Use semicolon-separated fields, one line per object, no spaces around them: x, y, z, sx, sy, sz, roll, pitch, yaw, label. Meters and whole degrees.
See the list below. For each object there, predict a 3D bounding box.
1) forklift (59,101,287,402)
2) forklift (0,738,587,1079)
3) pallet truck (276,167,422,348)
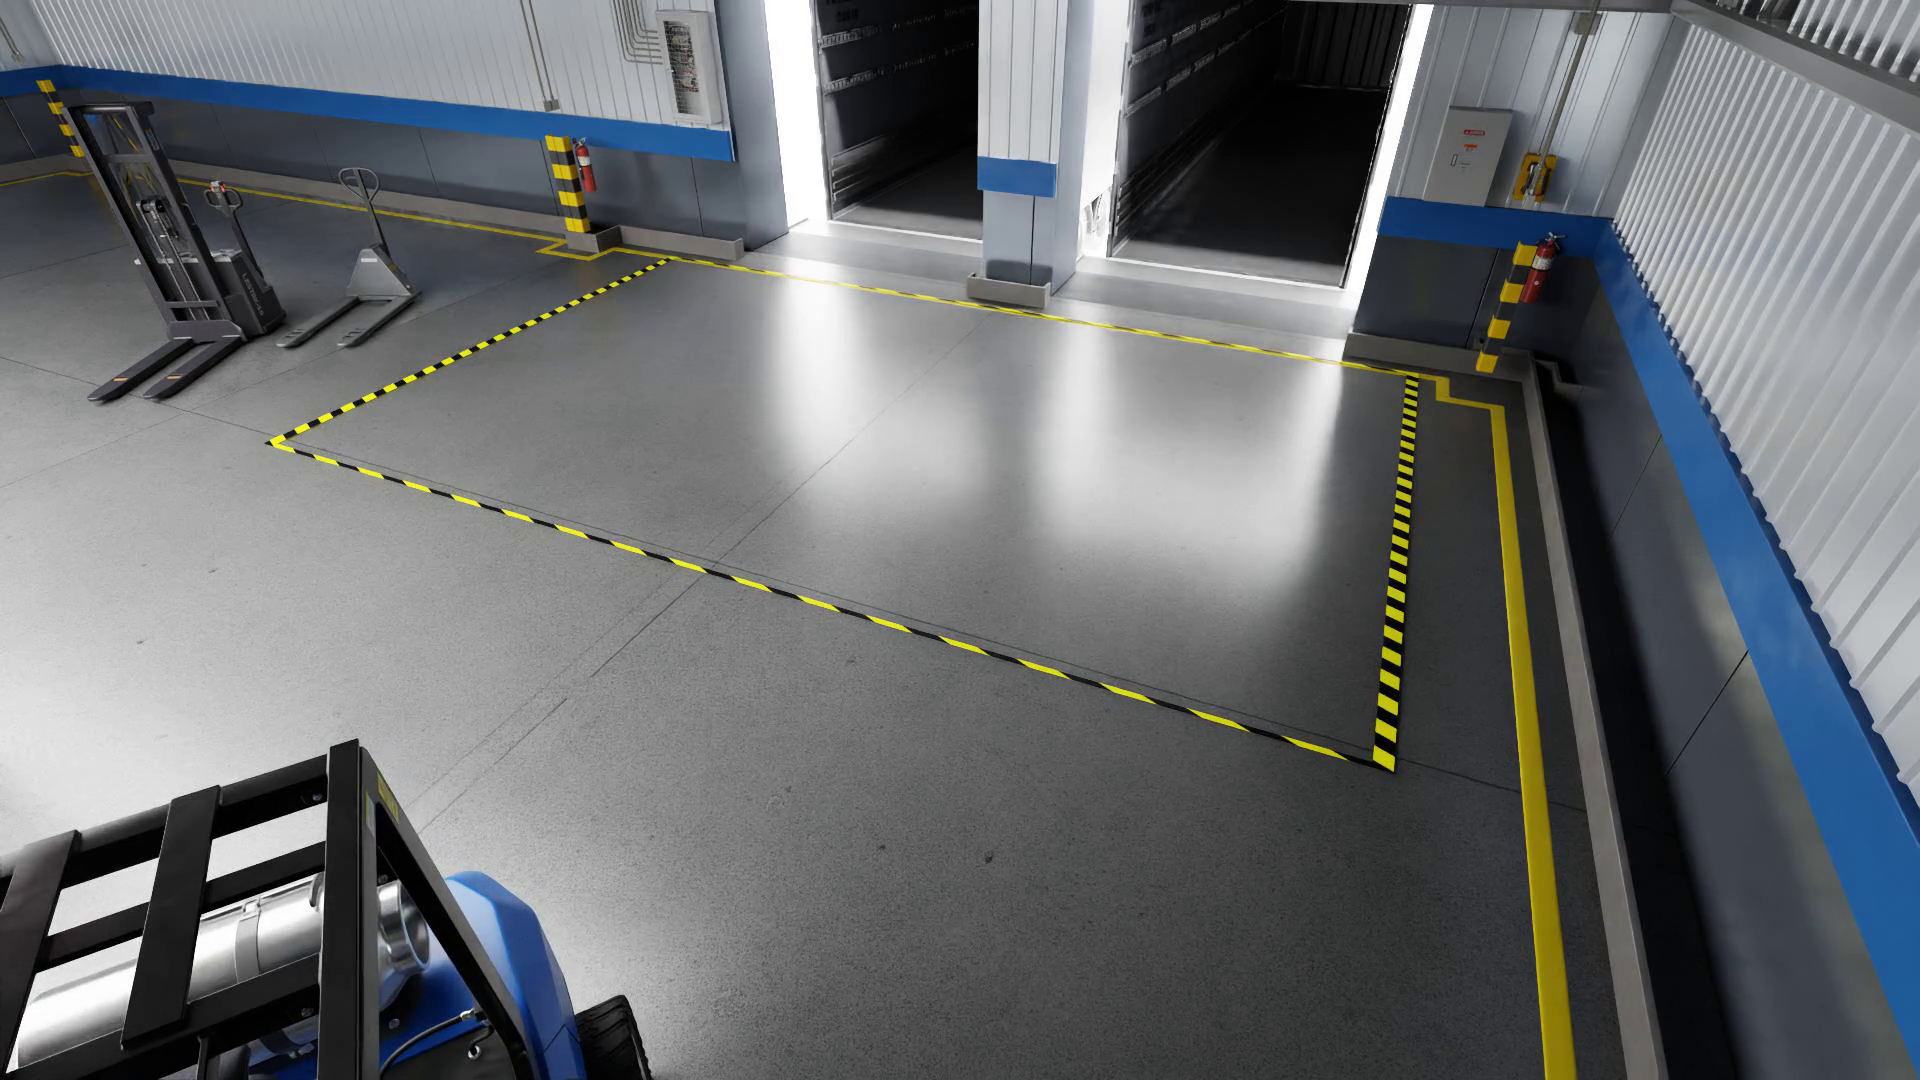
-6.686;-2.387;7.434;0.823;1.965;1.885;-3;35;-5;forklift
-1.175;1.560;1.478;1.157;2.036;2.680;-17;38;-23;forklift
-5.732;-2.611;8.414;0.680;1.201;1.601;-1;35;-1;pallet truck
